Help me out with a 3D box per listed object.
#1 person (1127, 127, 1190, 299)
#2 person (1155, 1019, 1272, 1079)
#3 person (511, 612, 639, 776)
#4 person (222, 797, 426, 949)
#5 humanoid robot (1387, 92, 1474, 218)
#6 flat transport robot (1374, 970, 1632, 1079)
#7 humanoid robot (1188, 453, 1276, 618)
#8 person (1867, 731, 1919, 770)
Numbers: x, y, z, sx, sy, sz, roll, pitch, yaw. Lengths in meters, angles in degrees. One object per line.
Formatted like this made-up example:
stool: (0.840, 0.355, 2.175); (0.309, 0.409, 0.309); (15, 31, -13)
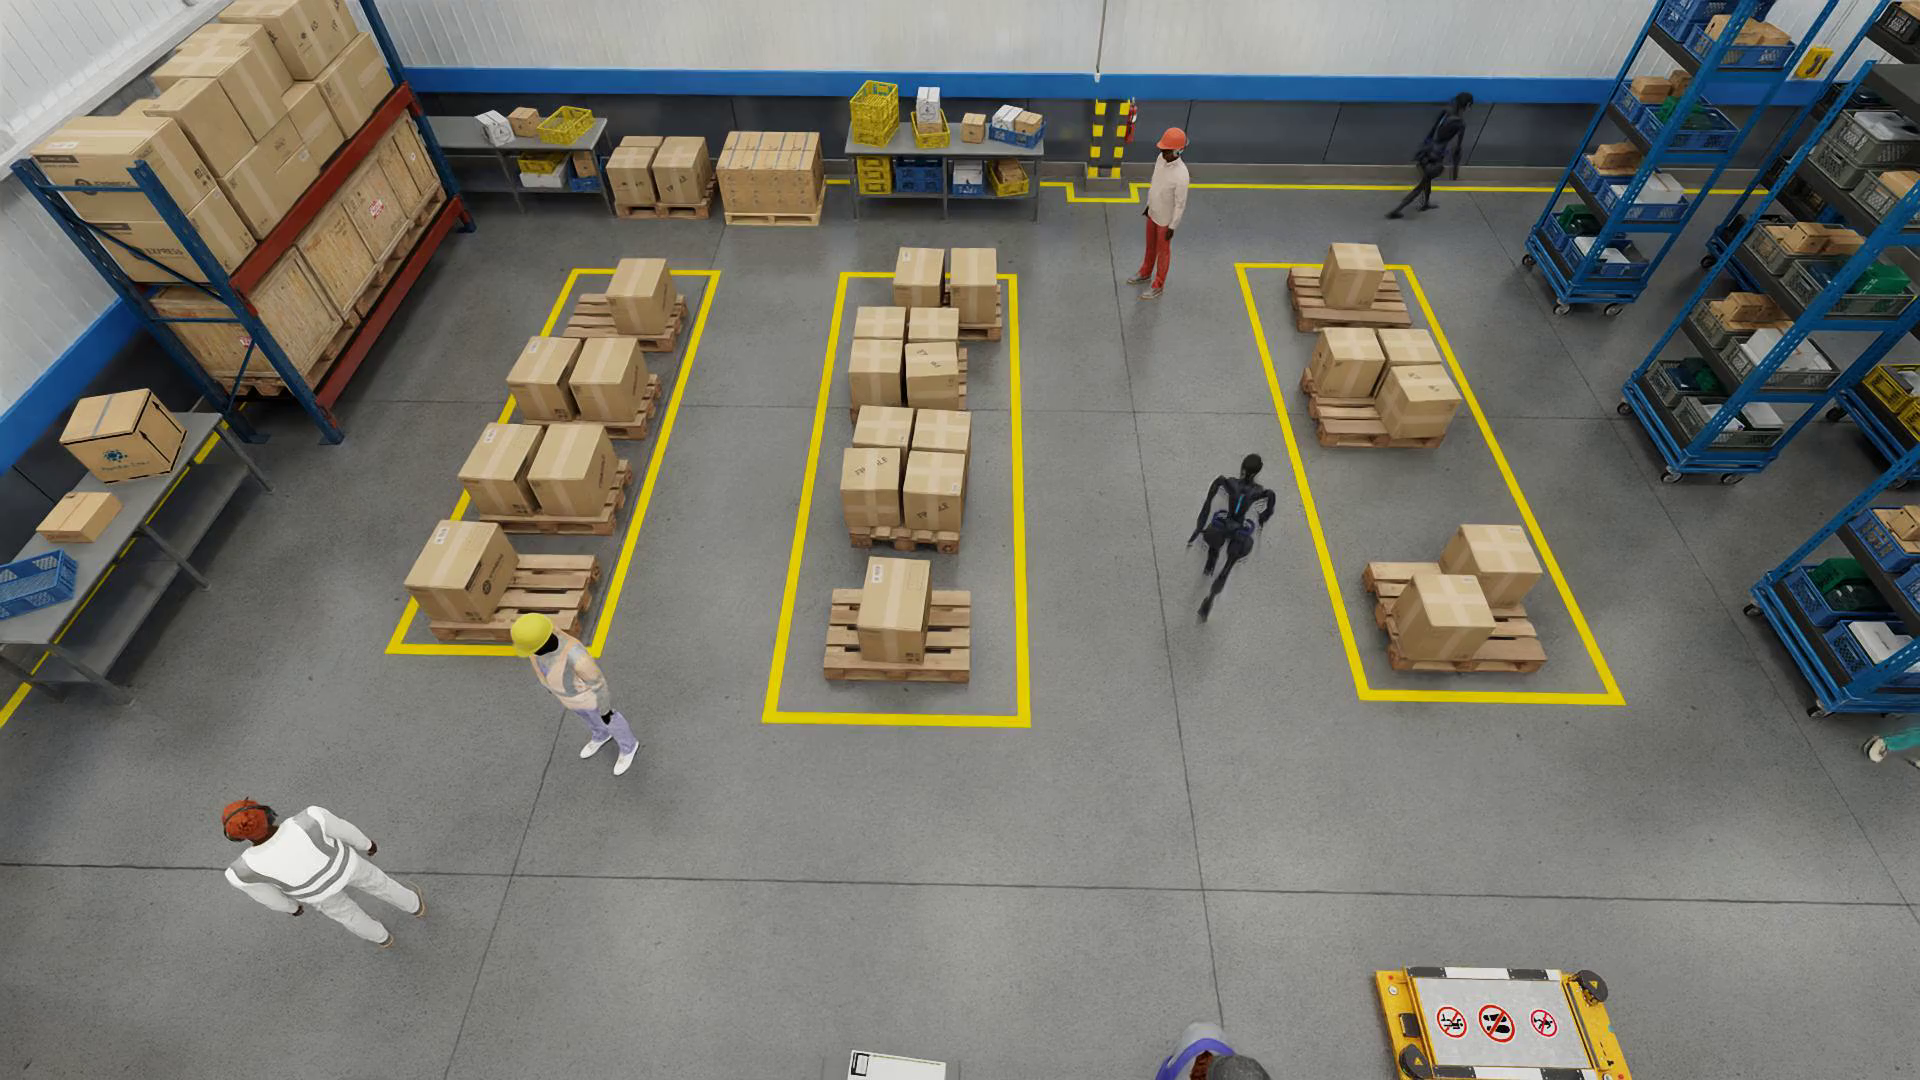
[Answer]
person: (2.276, -3.684, 10.376); (0.378, 1.994, 0.616); (-17, 53, -13)
person: (1.273, 3.046, 4.861); (0.535, 2.000, 0.677); (13, 52, 11)
person: (-2.732, 1.087, 6.536); (0.584, 1.918, 0.374); (22, 54, 17)
person: (-3.970, 2.089, 5.740); (0.345, 1.882, 0.583); (31, 57, 23)
humanoid robot: (5.973, -4.828, 11.543); (0.756, 1.623, 0.600); (-4, 51, -3)
flat transport robot: (3.501, 3.133, 5.914); (1.431, 0.197, 0.652); (1, 51, 1)
humanoid robot: (2.249, -0.074, 7.670); (0.542, 1.625, 0.761); (25, 55, 19)
person: (7.492, 1.245, 6.537); (0.633, 1.714, 0.564); (-16, 53, -13)
